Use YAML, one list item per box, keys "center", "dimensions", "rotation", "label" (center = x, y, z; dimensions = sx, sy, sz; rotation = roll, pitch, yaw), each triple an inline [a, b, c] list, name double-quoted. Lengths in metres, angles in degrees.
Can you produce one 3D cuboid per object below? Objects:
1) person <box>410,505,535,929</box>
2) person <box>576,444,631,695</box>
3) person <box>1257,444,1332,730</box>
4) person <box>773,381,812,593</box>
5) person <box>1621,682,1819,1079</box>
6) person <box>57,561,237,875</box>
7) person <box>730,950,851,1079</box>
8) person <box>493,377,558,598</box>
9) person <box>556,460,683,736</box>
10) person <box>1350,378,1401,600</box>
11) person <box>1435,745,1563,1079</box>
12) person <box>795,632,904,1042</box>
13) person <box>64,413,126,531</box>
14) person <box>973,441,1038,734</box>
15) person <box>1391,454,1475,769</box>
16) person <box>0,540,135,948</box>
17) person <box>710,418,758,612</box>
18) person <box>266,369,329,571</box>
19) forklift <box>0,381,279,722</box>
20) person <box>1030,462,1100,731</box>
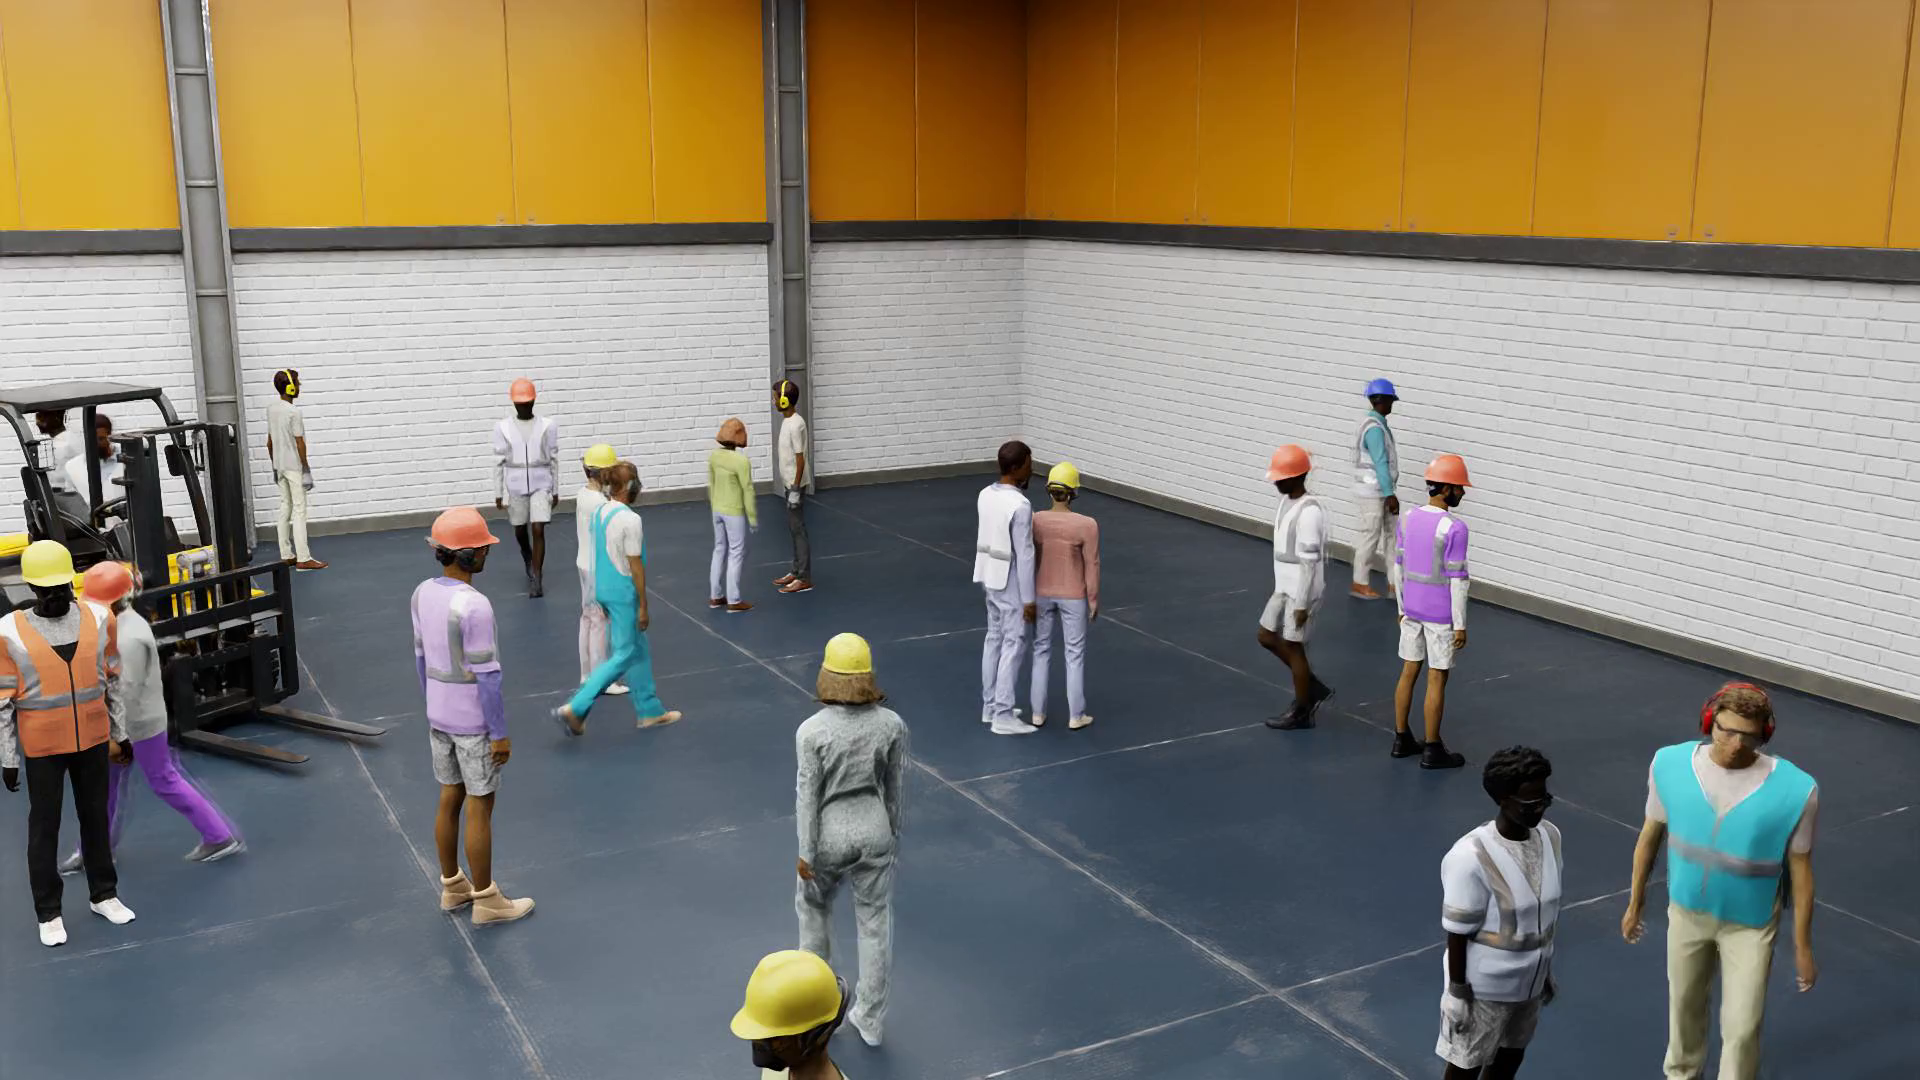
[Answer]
- center: [-2.360, 0.843, 8.003]
  dimensions: [0.605, 2.045, 0.387]
  rotation: [11, 16, 42]
  label: "person"
- center: [-2.514, 0.202, 11.675]
  dimensions: [0.328, 1.762, 0.533]
  rotation: [-7, 14, -28]
  label: "person"
- center: [2.162, 0.313, 10.799]
  dimensions: [0.460, 1.907, 0.597]
  rotation: [-1, 12, -6]
  label: "person"
- center: [-1.476, -0.467, 14.570]
  dimensions: [0.333, 1.866, 0.515]
  rotation: [-2, 12, -11]
  label: "person"
- center: [2.751, 1.381, 6.037]
  dimensions: [0.693, 1.806, 0.653]
  rotation: [10, 16, 40]
  label: "person"
- center: [-4.239, 0.904, 8.572]
  dimensions: [0.822, 1.691, 0.568]
  rotation: [-10, 16, -39]
  label: "person"
- center: [-0.381, 1.823, 4.069]
  dimensions: [0.325, 1.765, 0.534]
  rotation: [-7, 14, -30]
  label: "person"
- center: [-3.797, -0.494, 14.612]
  dimensions: [0.552, 1.908, 0.867]
  rotation: [-2, 12, -11]
  label: "person"
- center: [-2.232, 0.395, 10.704]
  dimensions: [0.835, 1.799, 0.542]
  rotation: [-9, 15, -36]
  label: "person"
- center: [3.650, -0.404, 14.190]
  dimensions: [0.645, 1.902, 0.682]
  rotation: [7, 14, 29]
  label: "person"
- center: [1.846, 1.510, 5.696]
  dimensions: [0.540, 1.695, 0.317]
  rotation: [-8, 14, -33]
  label: "person"
- center: [-0.498, 1.217, 6.991]
  dimensions: [0.499, 1.723, 0.619]
  rotation: [-6, 13, -26]
  label: "person"
- center: [-6.257, -0.001, 12.297]
  dimensions: [0.646, 1.904, 0.421]
  rotation: [-2, 12, -7]
  label: "person"
- center: [0.299, 0.302, 10.848]
  dimensions: [0.376, 1.917, 0.597]
  rotation: [-6, 13, -25]
  label: "person"
- center: [2.909, 0.433, 10.191]
  dimensions: [0.374, 1.929, 0.551]
  rotation: [-7, 14, -28]
  label: "person"
- center: [-4.206, 0.937, 7.836]
  dimensions: [0.382, 1.924, 0.594]
  rotation: [10, 16, 39]
  label: "person"
- center: [-1.904, -0.209, 13.926]
  dimensions: [0.304, 1.620, 0.520]
  rotation: [-12, 17, -44]
  label: "person"
- center: [-6.183, -0.647, 15.401]
  dimensions: [0.521, 1.871, 0.335]
  rotation: [8, 15, 34]
  label: "person"
- center: [-5.853, 0.085, 11.199]
  dimensions: [2.313, 2.155, 1.214]
  rotation: [7, 14, 28]
  label: "forklift"
- center: [0.660, 0.368, 10.892]
  dimensions: [0.532, 1.766, 0.329]
  rotation: [4, 13, 17]
  label: "person"
